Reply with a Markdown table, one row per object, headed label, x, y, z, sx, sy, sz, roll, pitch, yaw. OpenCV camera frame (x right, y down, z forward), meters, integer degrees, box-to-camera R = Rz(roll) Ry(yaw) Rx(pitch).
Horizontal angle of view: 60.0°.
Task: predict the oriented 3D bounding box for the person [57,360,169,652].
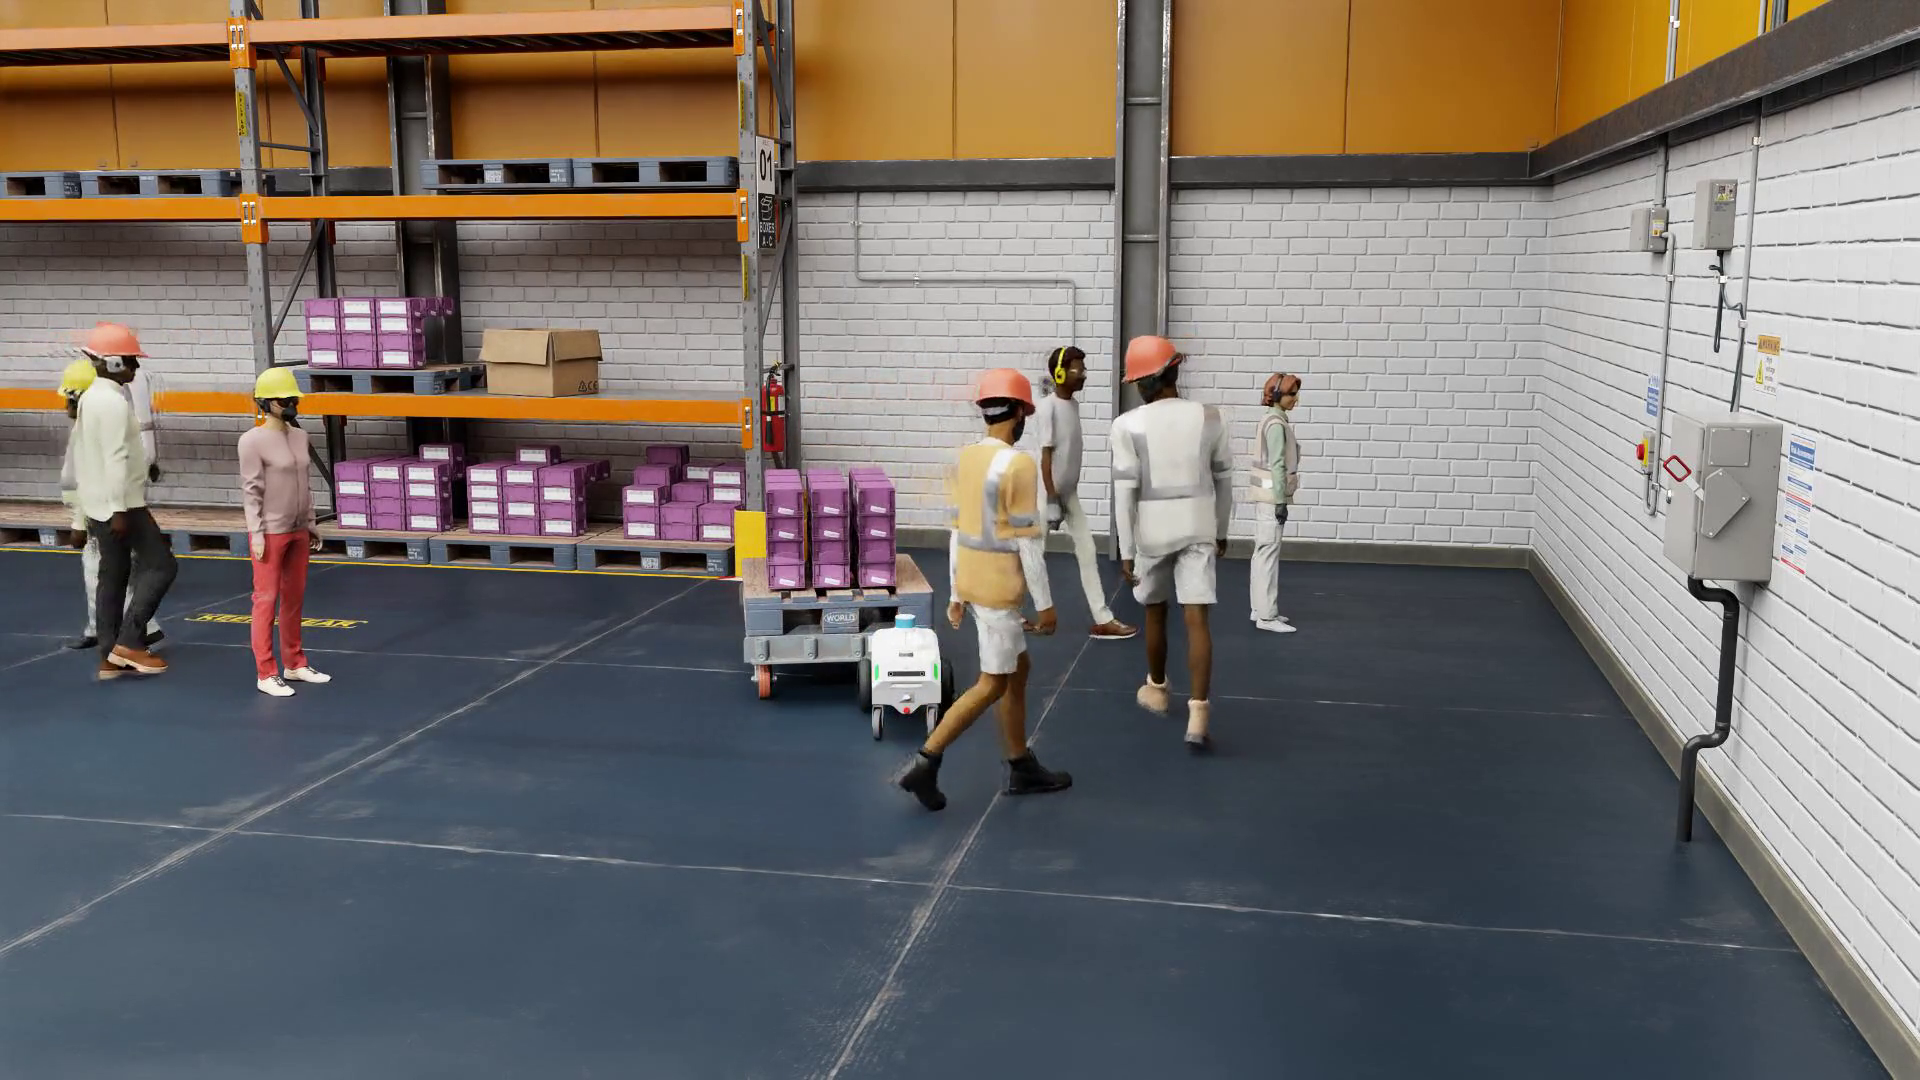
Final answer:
| label | x | y | z | sx | sy | sz | roll | pitch | yaw |
| --- | --- | --- | --- | --- | --- | --- | --- | --- | --- |
| person | -5.022 | -0.174 | 9.770 | 0.607 | 1.784 | 0.624 | -3 | 10 | -17 |

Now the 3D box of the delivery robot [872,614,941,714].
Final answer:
| label | x | y | z | sx | sy | sz | roll | pitch | yaw |
| --- | --- | --- | --- | --- | --- | --- | --- | --- | --- |
| delivery robot | -0.274 | 0.618 | 8.368 | 0.477 | 0.478 | 0.707 | 0 | 9 | -3 |

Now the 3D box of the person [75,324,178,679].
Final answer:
| label | x | y | z | sx | sy | sz | roll | pitch | yaw |
| --- | --- | --- | --- | --- | --- | --- | --- | --- | --- |
| person | -4.656 | -0.204 | 9.285 | 0.491 | 1.980 | 0.629 | -8 | 12 | -39 |

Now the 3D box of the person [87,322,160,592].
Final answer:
| label | x | y | z | sx | sy | sz | roll | pitch | yaw |
| --- | --- | --- | --- | --- | --- | --- | --- | --- | --- |
| person | -5.901 | -0.564 | 11.693 | 0.544 | 1.918 | 0.564 | 0 | 9 | -2 |

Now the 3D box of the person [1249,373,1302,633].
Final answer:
| label | x | y | z | sx | sy | sz | roll | pitch | yaw |
| --- | --- | --- | --- | --- | --- | --- | --- | --- | --- |
| person | 1.996 | -0.240 | 10.566 | 0.313 | 1.637 | 0.513 | 1 | 9 | 5 |

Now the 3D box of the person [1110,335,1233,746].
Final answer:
| label | x | y | z | sx | sy | sz | roll | pitch | yaw |
| --- | --- | --- | --- | --- | --- | --- | --- | --- | --- |
| person | 1.050 | -0.011 | 8.188 | 0.639 | 1.977 | 1.031 | 0 | 9 | -1 |

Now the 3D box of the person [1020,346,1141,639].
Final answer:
| label | x | y | z | sx | sy | sz | roll | pitch | yaw |
| --- | --- | --- | --- | --- | --- | --- | --- | --- | --- |
| person | 0.628 | -0.290 | 10.321 | 1.006 | 1.819 | 0.536 | 6 | 11 | 31 |

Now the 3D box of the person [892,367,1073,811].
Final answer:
| label | x | y | z | sx | sy | sz | roll | pitch | yaw |
| --- | --- | --- | --- | --- | --- | --- | --- | --- | --- |
| person | 0.082 | 0.216 | 7.087 | 0.844 | 1.892 | 0.532 | -4 | 10 | -23 |

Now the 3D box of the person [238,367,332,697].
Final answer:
| label | x | y | z | sx | sy | sz | roll | pitch | yaw |
| --- | --- | --- | --- | --- | --- | --- | --- | --- | --- |
| person | -3.660 | -0.044 | 9.026 | 0.328 | 1.760 | 0.524 | 3 | 10 | 15 |
